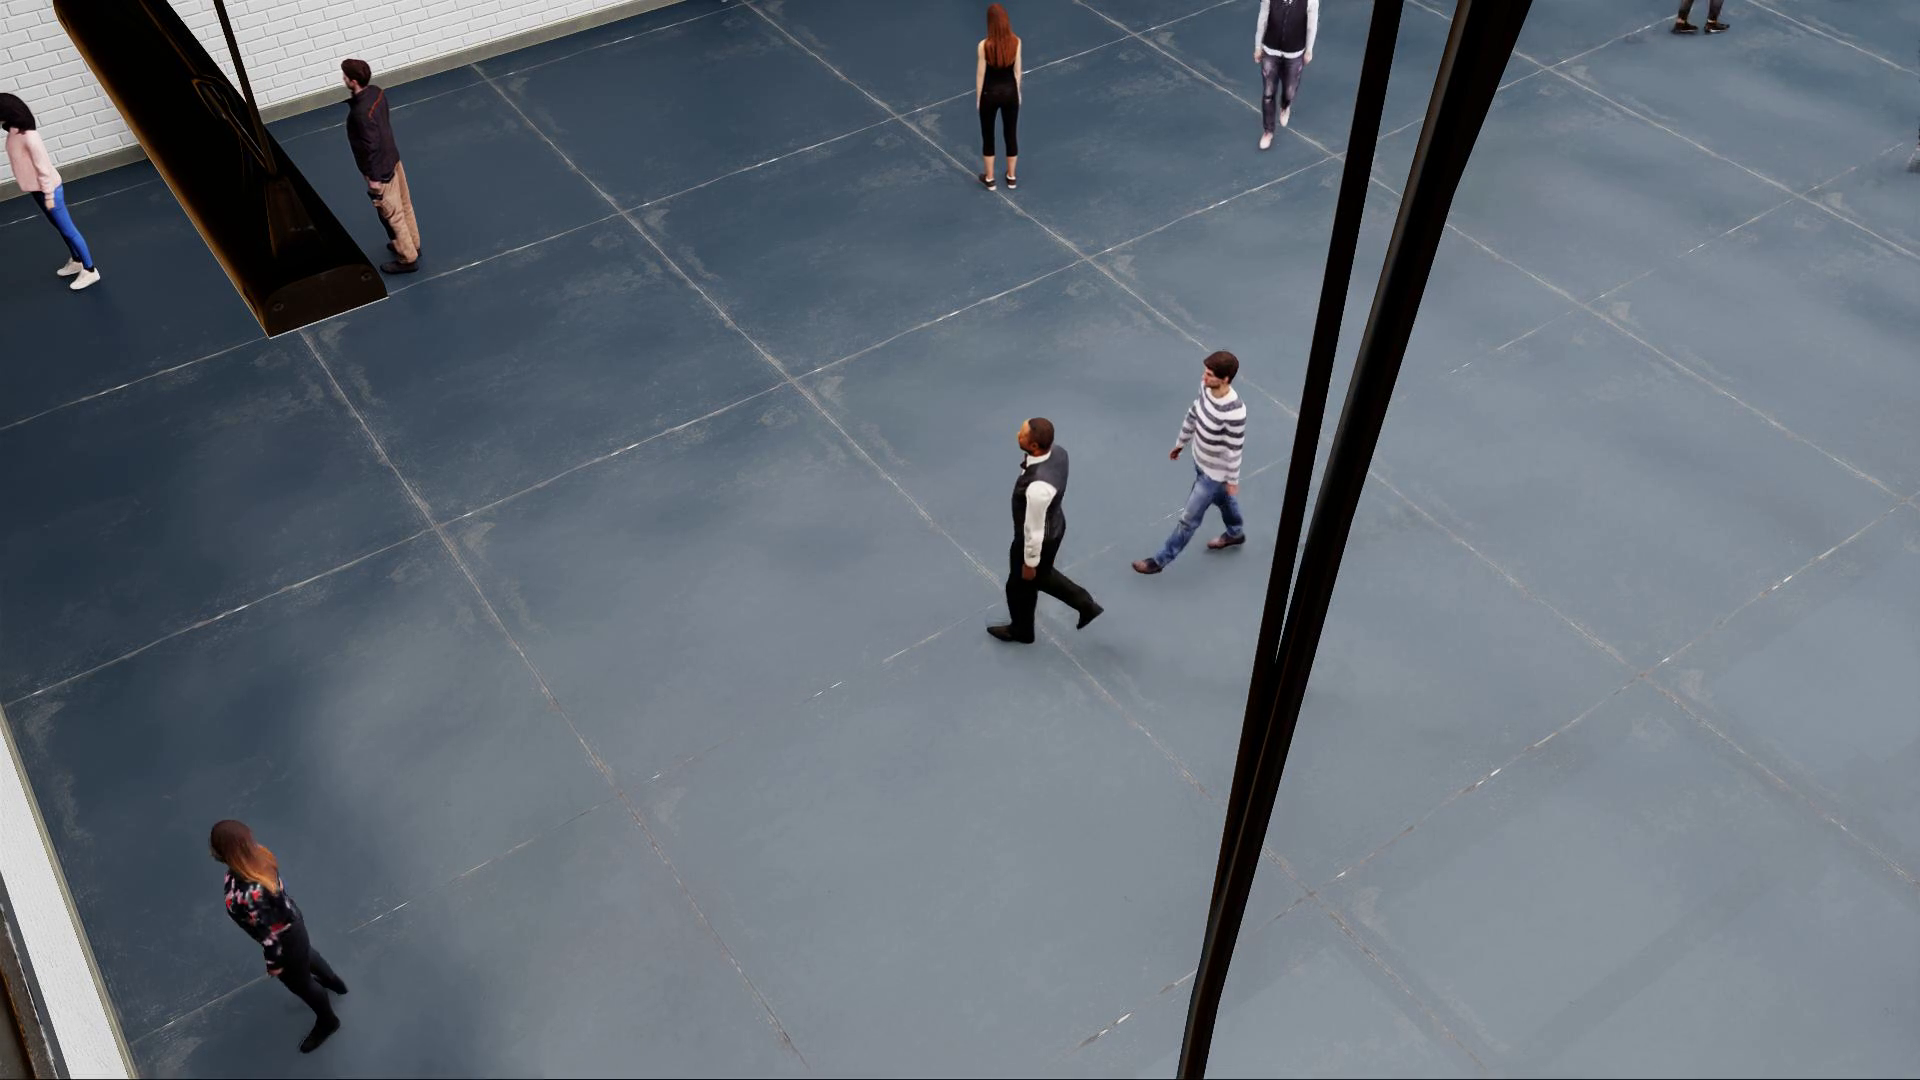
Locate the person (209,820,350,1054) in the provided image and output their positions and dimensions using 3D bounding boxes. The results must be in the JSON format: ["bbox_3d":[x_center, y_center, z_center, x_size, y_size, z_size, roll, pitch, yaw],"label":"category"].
[{"bbox_3d":[-3.516,2.009,8.646,0.611,1.675,0.660,-25,49,-24],"label":"person"}]

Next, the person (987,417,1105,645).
[{"bbox_3d":[0.581,0.001,10.590,1.110,1.902,1.078,10,45,10],"label":"person"}]

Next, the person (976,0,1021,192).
[{"bbox_3d":[0.349,-3.948,14.868,0.592,1.719,0.692,-8,44,-9],"label":"person"}]

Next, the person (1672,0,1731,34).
[{"bbox_3d":[7.662,-5.993,17.024,0.935,1.706,0.826,-9,44,-10],"label":"person"}]

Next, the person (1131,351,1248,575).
[{"bbox_3d":[1.793,-0.535,11.224,1.254,1.803,0.926,-11,45,-11],"label":"person"}]

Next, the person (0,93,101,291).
[{"bbox_3d":[-7.549,-2.904,13.738,0.573,1.766,0.666,-31,52,-28],"label":"person"}]

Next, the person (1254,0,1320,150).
[{"bbox_3d":[3.017,-4.539,15.426,0.931,1.805,1.005,14,45,14],"label":"person"}]

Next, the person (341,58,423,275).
[{"bbox_3d":[-4.816,-3.114,13.843,0.809,1.925,0.792,-1,44,-1],"label":"person"}]
